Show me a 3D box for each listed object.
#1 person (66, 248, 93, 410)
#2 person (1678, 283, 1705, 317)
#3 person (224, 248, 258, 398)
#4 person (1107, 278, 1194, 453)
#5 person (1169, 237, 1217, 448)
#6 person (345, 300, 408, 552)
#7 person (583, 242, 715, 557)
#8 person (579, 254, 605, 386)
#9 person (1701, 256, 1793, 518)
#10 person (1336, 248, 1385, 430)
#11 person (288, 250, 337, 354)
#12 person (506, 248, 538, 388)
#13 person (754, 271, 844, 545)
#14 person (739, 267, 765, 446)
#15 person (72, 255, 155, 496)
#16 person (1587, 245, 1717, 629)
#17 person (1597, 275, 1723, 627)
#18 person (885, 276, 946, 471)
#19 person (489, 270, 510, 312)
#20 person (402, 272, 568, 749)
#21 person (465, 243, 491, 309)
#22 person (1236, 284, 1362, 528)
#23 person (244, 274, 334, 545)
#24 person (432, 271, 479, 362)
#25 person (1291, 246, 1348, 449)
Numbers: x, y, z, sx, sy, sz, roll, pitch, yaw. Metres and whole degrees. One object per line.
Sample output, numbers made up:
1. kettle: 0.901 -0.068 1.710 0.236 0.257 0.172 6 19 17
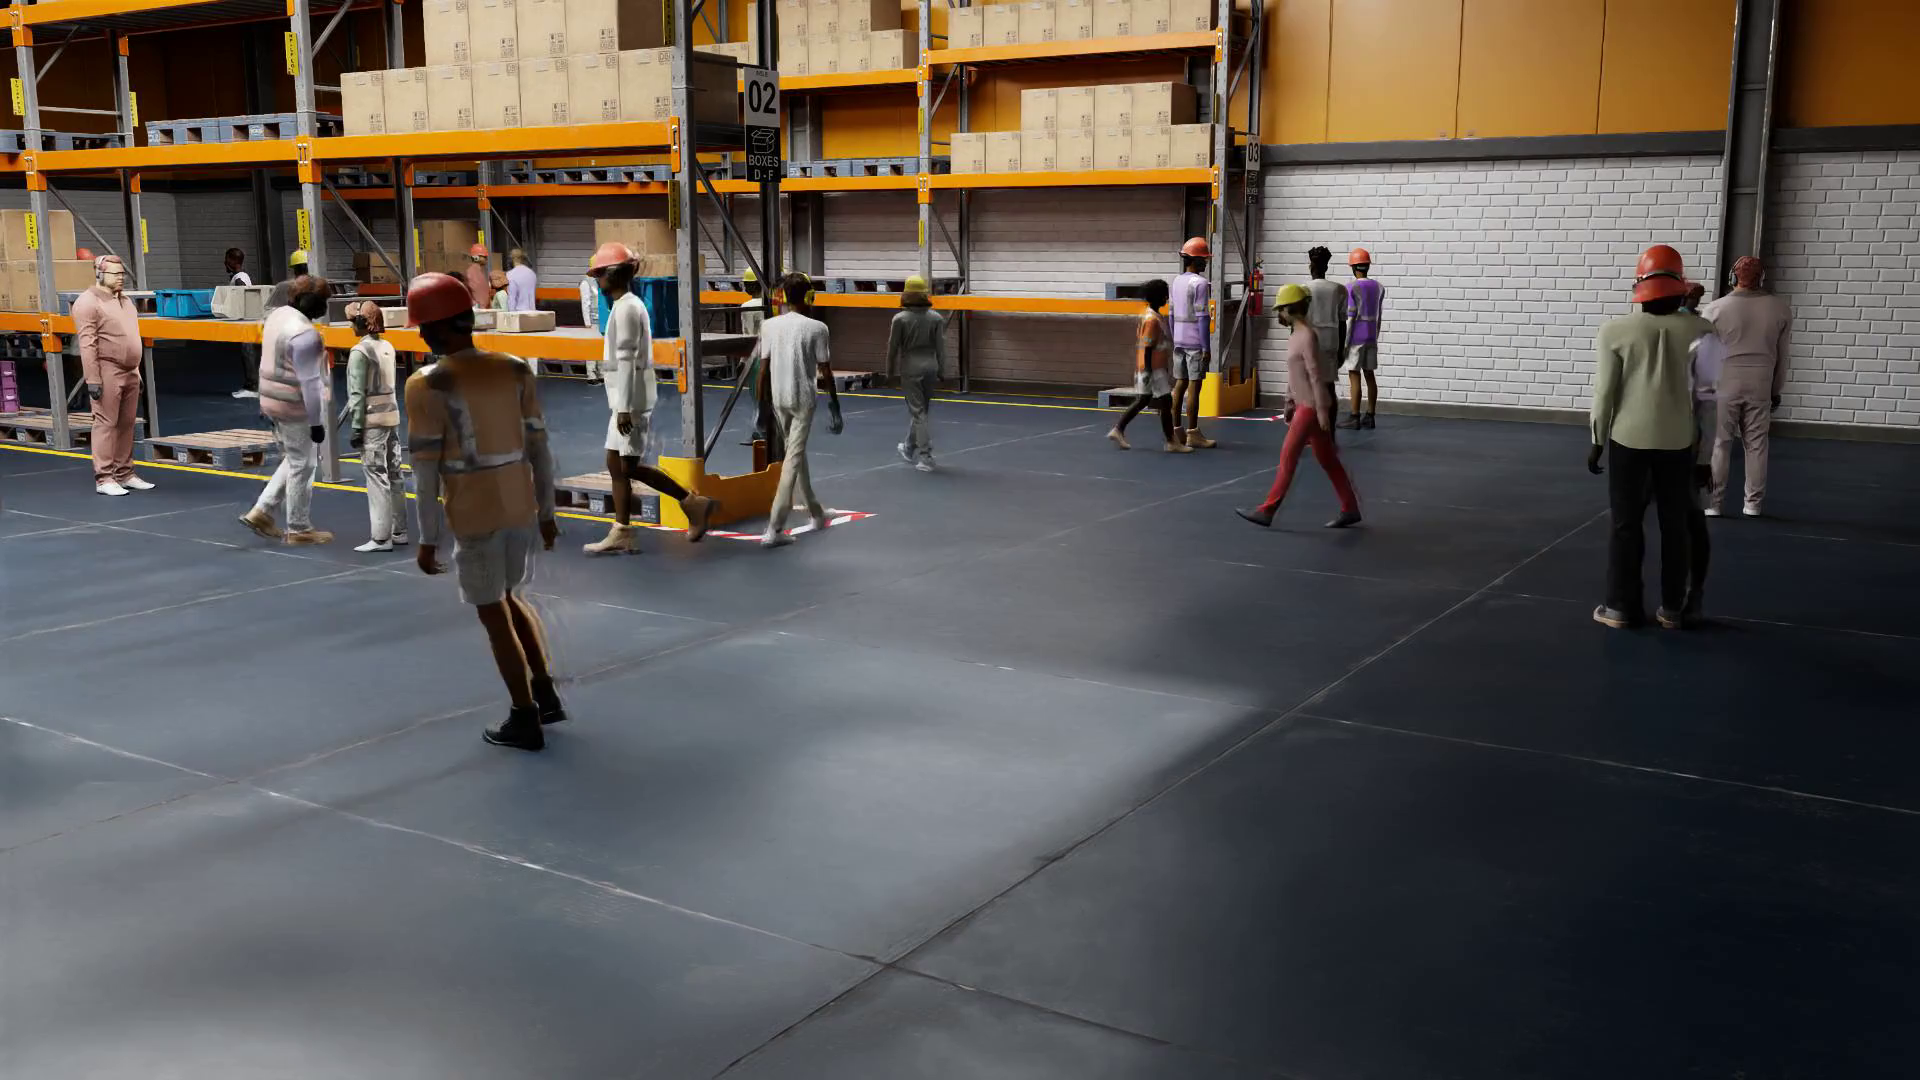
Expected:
1. person: -10.425 -2.517 19.884 0.568 1.931 0.382 0 10 0
2. person: 6.759 -1.589 15.582 0.514 1.631 0.414 -4 11 -20
3. person: -9.267 -2.797 21.478 0.393 1.917 0.589 -5 11 -24
4. person: 1.812 -1.660 15.863 0.801 1.667 0.533 1 10 4
5. person: 2.273 -1.916 16.239 0.375 2.044 0.605 -5 11 -25
6. person: -3.814 -0.739 10.858 0.311 1.635 0.512 1 10 4
7. person: -2.029 -0.893 10.662 0.767 2.013 0.642 -3 11 -14
8. person: -5.016 -3.055 23.136 0.403 1.831 0.597 5 11 25
9. person: 5.671 -1.105 12.124 0.642 1.909 0.410 1 10 4
10. person: 4.269 -2.143 17.805 0.545 1.933 0.376 -6 12 -30
11. person: -7.283 -2.264 18.551 0.604 1.900 0.598 2 10 12
12. person: -6.042 -3.030 22.761 0.521 1.920 0.669 4 11 22
13. person: -1.079 -0.900 11.252 0.543 1.811 1.003 5 11 27
14. person: -2.003 -1.813 16.434 0.315 1.770 0.524 6 12 28
15. person: -6.738 -1.315 13.293 0.402 1.904 0.652 1 10 6
16. person: 3.587 -0.526 8.670 0.613 1.995 0.391 1 10 7
17. person: 3.686 -0.478 8.692 0.589 1.902 0.542 -7 12 -34
18. person: -0.429 -1.493 14.820 0.511 1.694 0.877 -6 12 -28
19. person: -6.038 -2.724 21.852 0.288 1.634 0.499 -3 11 -18
20. person: -1.899 -0.093 6.558 0.502 1.898 0.567 7 12 33
21. person: -6.936 -3.327 24.300 0.683 1.982 0.628 0 10 1
22. person: 2.410 -0.918 11.618 0.926 1.713 0.551 1 10 5
23. person: -4.369 -0.835 10.931 0.522 1.804 0.689 -8 13 -38
24. person: -5.386 -2.037 17.880 0.552 1.682 0.435 -7 12 -35
25. person: 3.476 -1.871 16.200 0.612 1.963 0.361 -3 11 -14
